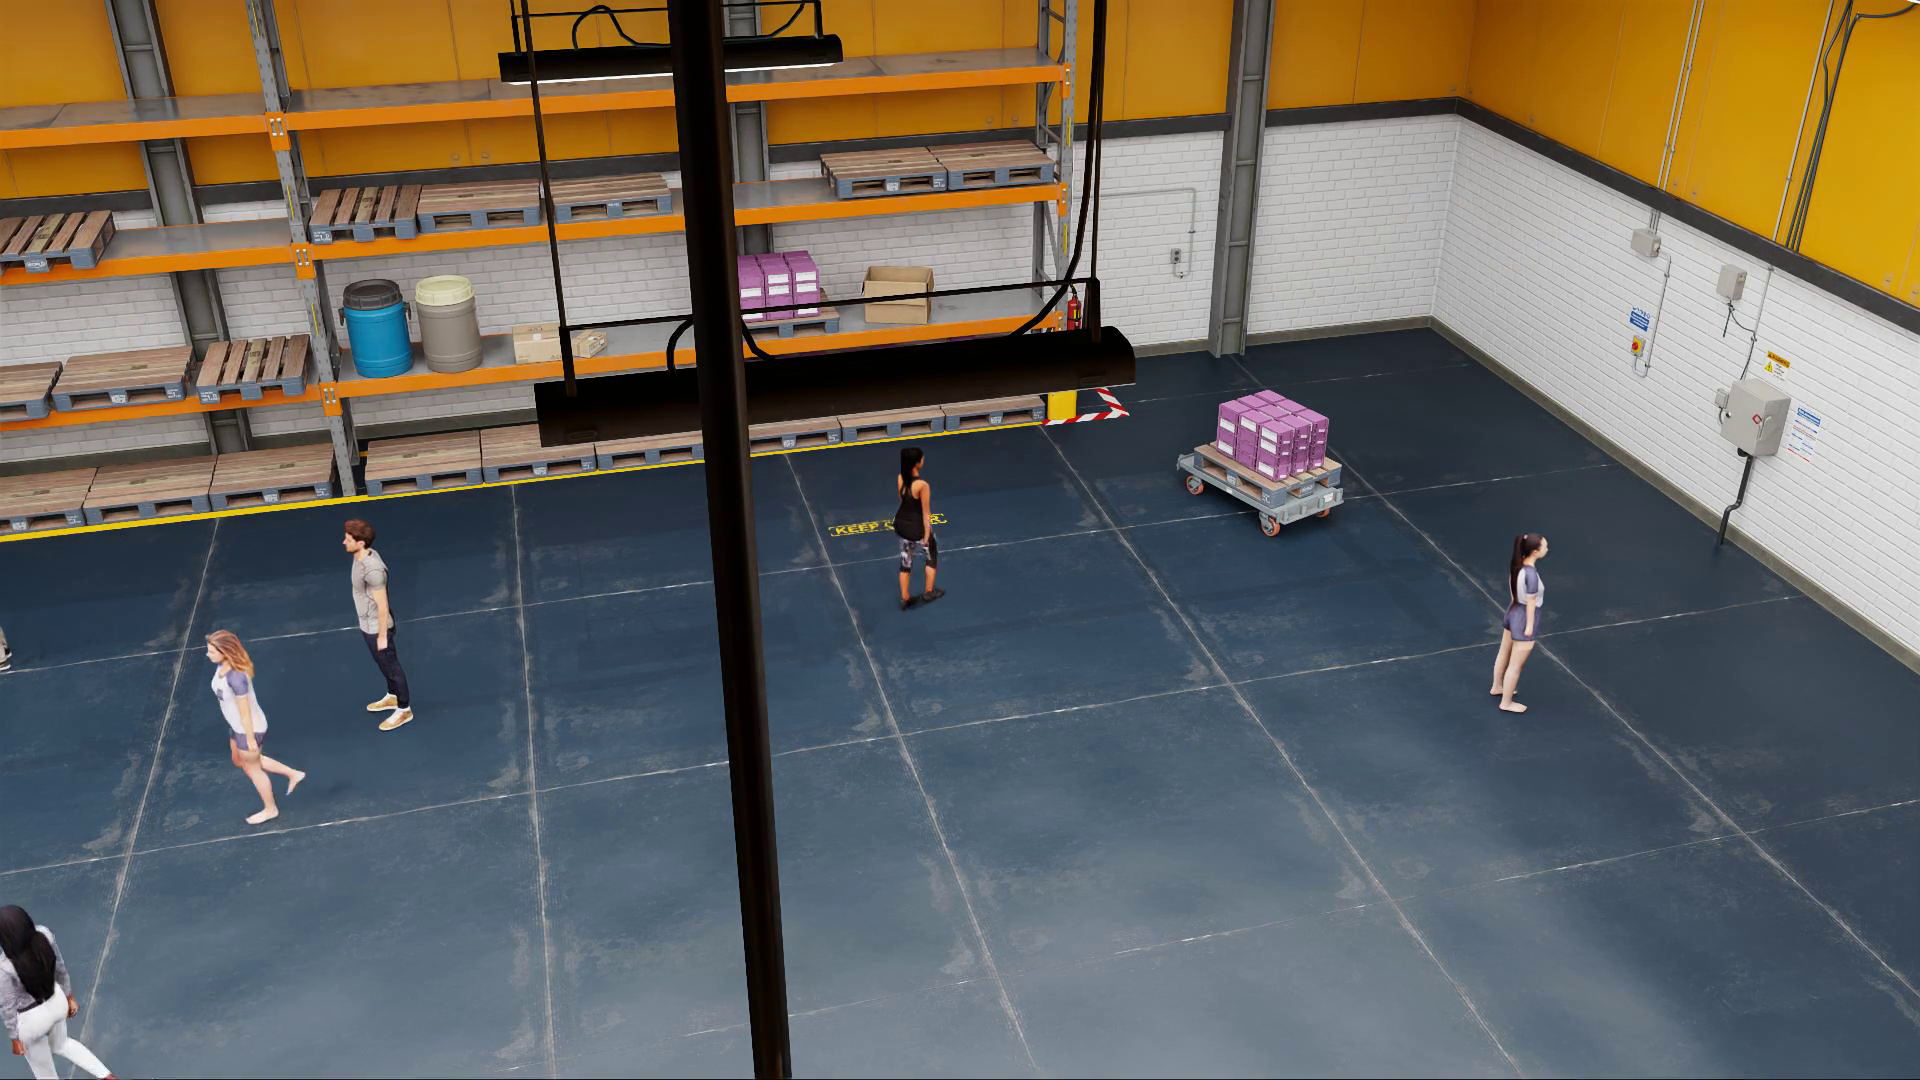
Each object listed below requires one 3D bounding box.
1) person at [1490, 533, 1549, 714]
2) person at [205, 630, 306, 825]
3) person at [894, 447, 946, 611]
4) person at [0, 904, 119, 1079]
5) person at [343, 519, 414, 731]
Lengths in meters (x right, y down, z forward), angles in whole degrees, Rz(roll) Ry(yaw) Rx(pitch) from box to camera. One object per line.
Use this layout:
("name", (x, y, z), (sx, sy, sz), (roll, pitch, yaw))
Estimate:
("person", (4.718, 0.675, 14.029), (0.579, 1.651, 0.630), (-2, 29, -4))
("person", (-5.341, 1.387, 12.655), (0.803, 1.717, 0.710), (-16, 33, -27))
("person", (-0.490, -0.092, 15.437), (0.772, 1.649, 0.842), (20, 35, 32))
("person", (-5.405, 2.876, 9.931), (0.920, 1.711, 0.807), (6, 29, 11))
("person", (-4.832, 0.676, 13.772), (0.663, 1.895, 0.721), (-17, 33, -28))
